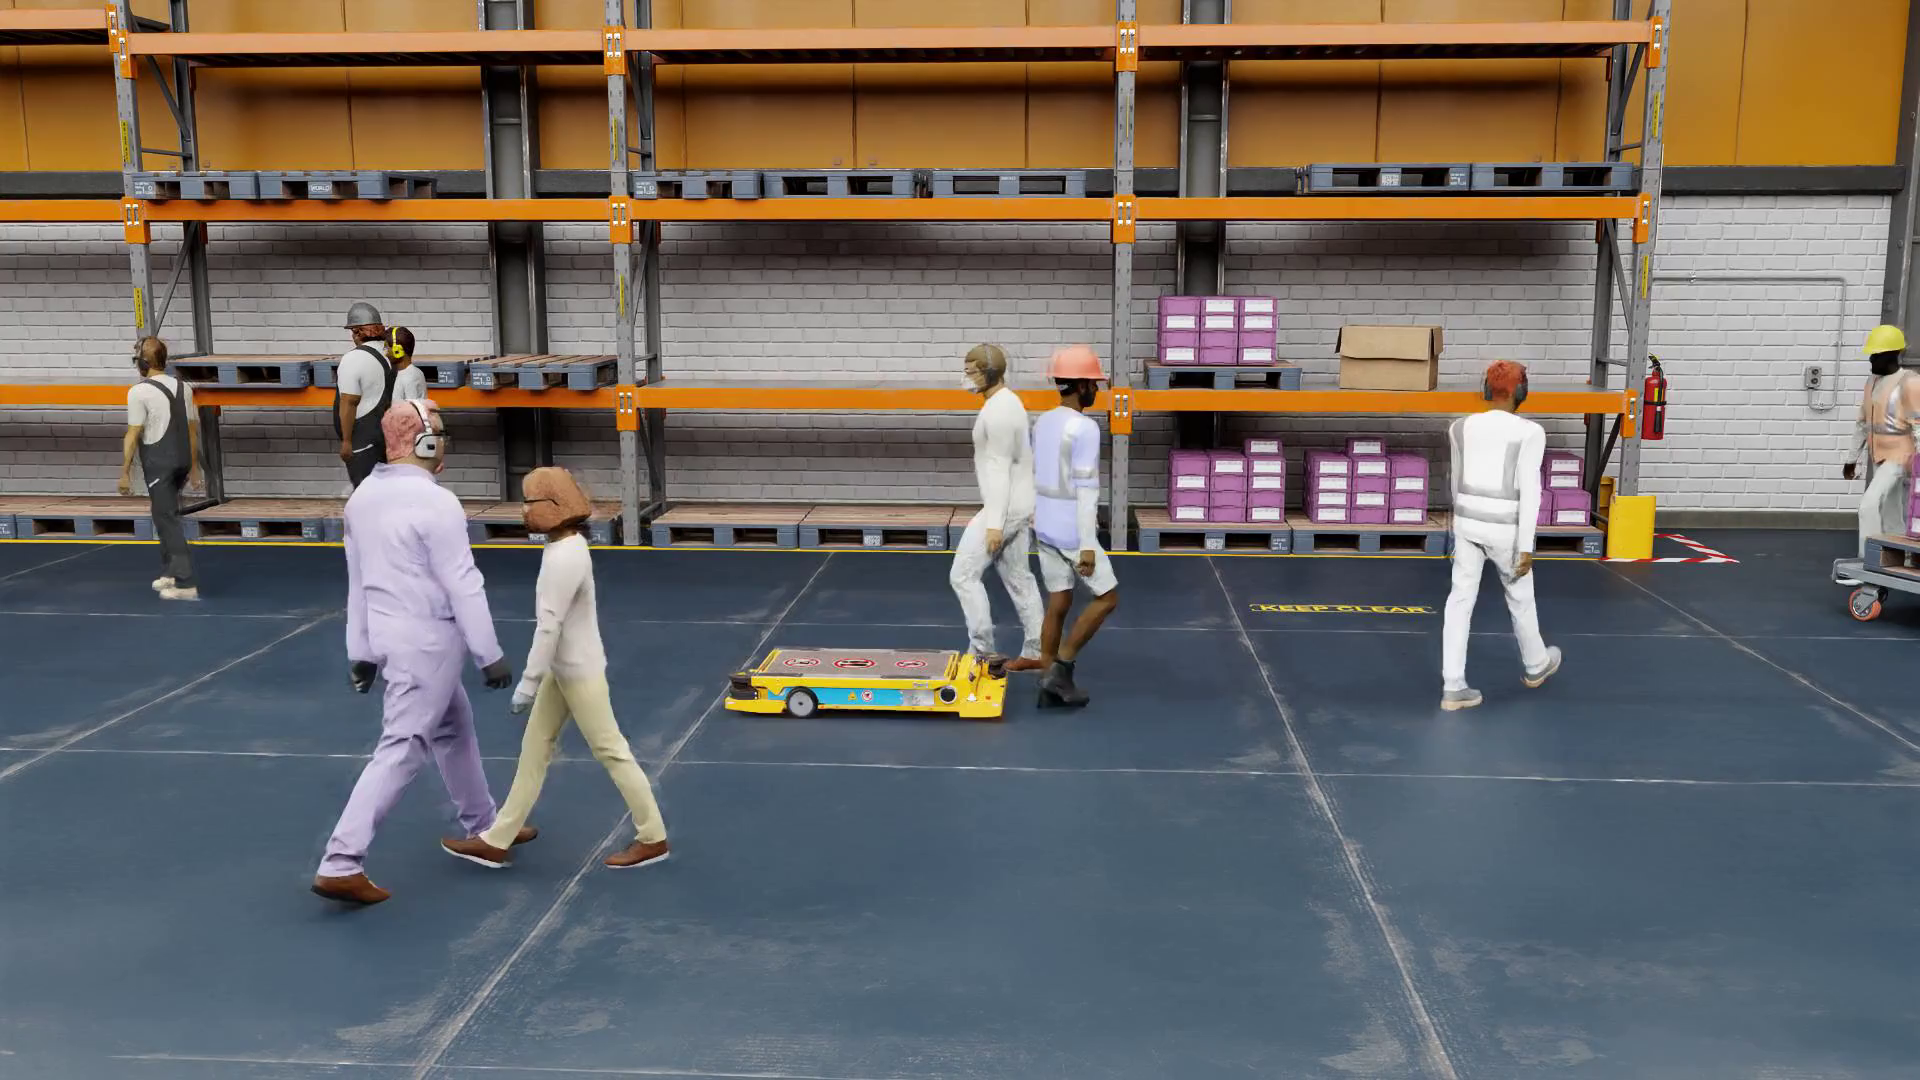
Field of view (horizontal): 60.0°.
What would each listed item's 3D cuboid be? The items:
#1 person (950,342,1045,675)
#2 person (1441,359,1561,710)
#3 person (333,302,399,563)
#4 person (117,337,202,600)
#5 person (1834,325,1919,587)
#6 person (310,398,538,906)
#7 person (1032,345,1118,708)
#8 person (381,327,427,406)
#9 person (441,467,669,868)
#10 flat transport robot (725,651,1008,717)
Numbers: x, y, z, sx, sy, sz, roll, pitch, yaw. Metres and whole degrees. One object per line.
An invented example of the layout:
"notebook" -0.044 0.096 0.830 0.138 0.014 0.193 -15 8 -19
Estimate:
"person" 0.178 -0.137 9.250 0.746 1.899 0.673 1 10 5
"person" 2.895 -0.041 8.900 0.985 1.825 0.581 -9 13 -43
"person" -4.597 -0.838 12.948 0.535 2.000 0.677 4 10 22
"person" -5.576 -0.487 11.511 0.650 1.822 0.530 3 10 15
"person" 6.583 -0.586 11.911 0.755 1.885 0.659 0 10 1
"person" -2.058 0.403 6.258 1.007 1.865 0.635 -9 13 -42
"person" 0.591 -0.049 8.672 0.418 1.919 0.580 -5 11 -27
"person" -4.092 -0.647 12.348 0.327 1.865 0.518 -3 10 -15
"person" -1.546 0.511 6.371 0.879 1.578 0.500 -3 10 -15
"flat transport robot" -0.476 0.747 8.839 1.431 0.197 0.652 1 10 4
